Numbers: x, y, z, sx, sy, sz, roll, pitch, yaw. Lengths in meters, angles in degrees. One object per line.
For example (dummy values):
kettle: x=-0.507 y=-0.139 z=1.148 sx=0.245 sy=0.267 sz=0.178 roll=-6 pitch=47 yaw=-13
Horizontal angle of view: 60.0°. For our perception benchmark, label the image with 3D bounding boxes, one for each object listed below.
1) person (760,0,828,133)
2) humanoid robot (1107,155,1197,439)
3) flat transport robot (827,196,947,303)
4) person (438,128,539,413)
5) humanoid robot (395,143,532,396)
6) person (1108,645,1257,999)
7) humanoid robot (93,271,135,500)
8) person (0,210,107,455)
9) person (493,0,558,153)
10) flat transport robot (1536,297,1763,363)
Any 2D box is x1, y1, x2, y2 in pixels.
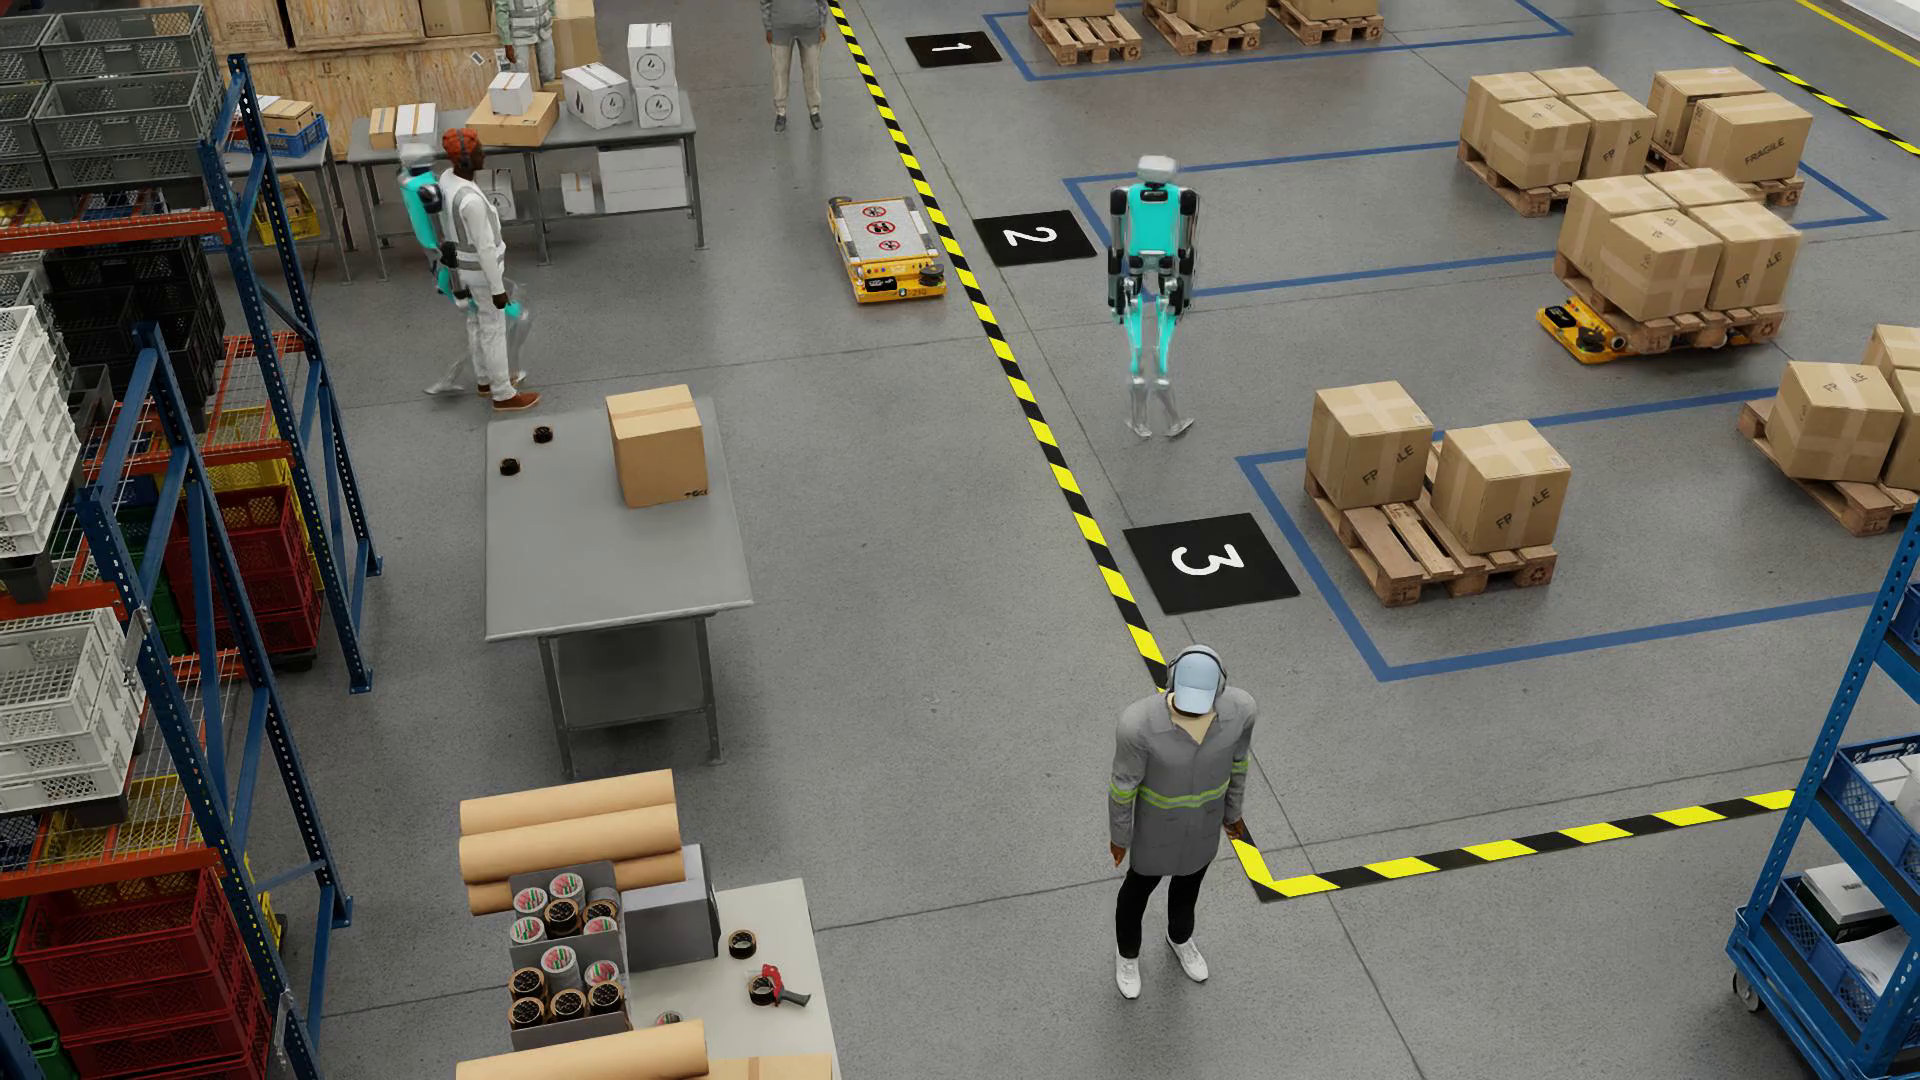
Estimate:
person: x=-1.398 y=-4.349 z=14.146 sx=0.564 sy=1.762 sz=0.406 roll=-5 pitch=37 yaw=-6
humanoid robot: x=1.204 y=-1.409 z=10.205 sx=0.617 sy=1.739 sz=0.781 roll=1 pitch=37 yaw=2
flat transport robot: x=-0.570 y=-2.220 z=12.538 sx=0.659 sy=0.231 sz=1.431 roll=-8 pitch=37 yaw=-10
person: x=-3.014 y=-1.689 z=10.471 sx=0.337 sy=1.882 sz=0.583 roll=-21 pitch=42 yaw=-26
humanoid robot: x=-3.117 y=-1.729 z=10.647 sx=0.890 sy=1.761 sz=0.582 roll=-22 pitch=42 yaw=-27
person: x=0.885 y=1.137 z=6.700 sx=0.596 sy=1.849 sz=0.388 roll=-10 pitch=38 yaw=-13
humanoid robot: x=-5.019 y=-0.980 z=9.682 sx=0.590 sy=1.649 sz=0.376 roll=22 pitch=42 yaw=26
person: x=-5.504 y=-1.183 z=9.835 sx=0.404 sy=1.827 sz=0.602 roll=14 pitch=39 yaw=19
person: x=-3.564 y=-4.203 z=13.808 sx=0.411 sy=1.939 sz=0.604 roll=25 pitch=43 yaw=29
flat transport robot: x=4.849 y=-1.553 z=11.618 sx=1.431 sy=0.197 sz=0.652 roll=-8 pitch=37 yaw=-10
